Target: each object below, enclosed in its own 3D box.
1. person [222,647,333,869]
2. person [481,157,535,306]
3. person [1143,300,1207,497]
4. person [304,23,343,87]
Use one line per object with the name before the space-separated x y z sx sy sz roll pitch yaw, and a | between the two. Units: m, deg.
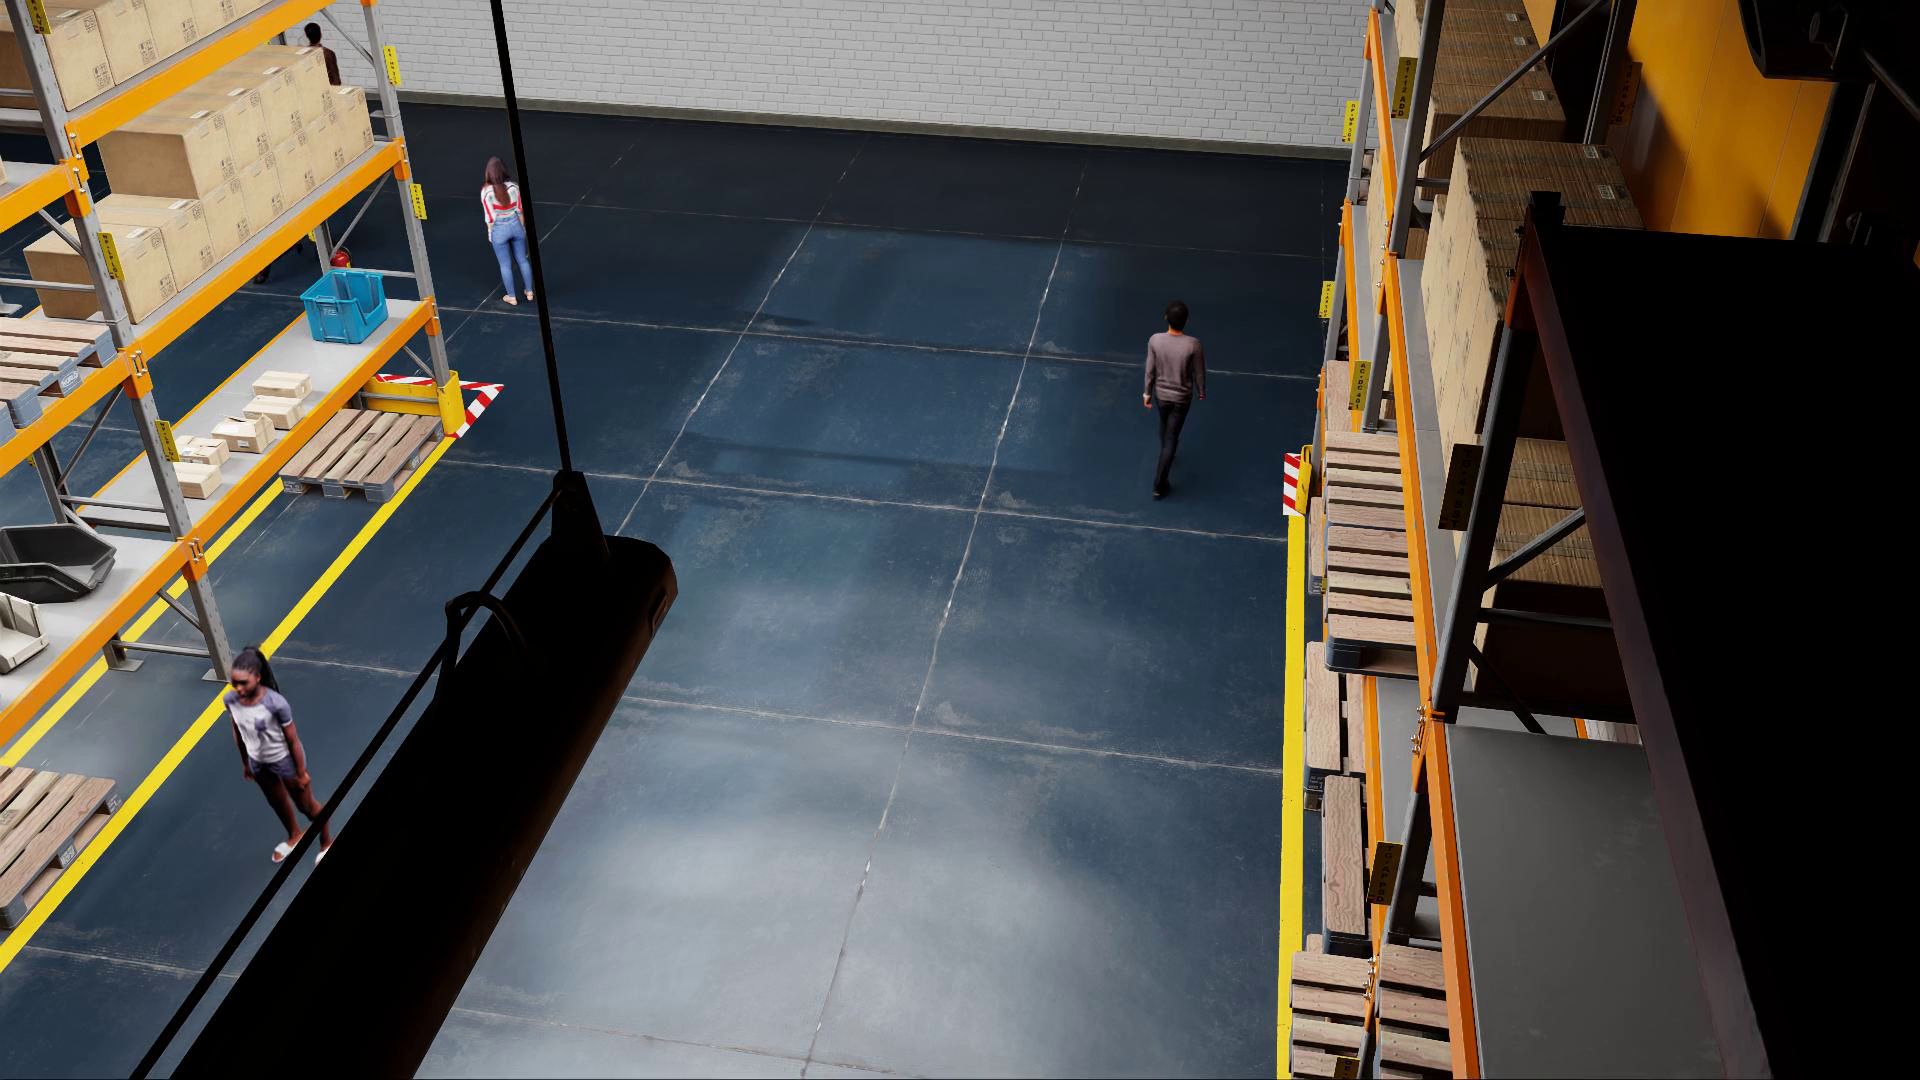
person | -4.322 1.398 10.528 0.633 1.714 0.576 9 35 13
person | -4.814 -3.292 17.673 0.652 1.613 0.706 -20 38 -27
person | 1.815 -1.188 14.402 1.147 1.731 0.836 6 34 9
person | -8.045 -5.595 21.016 0.910 1.749 1.198 -6 34 -9
